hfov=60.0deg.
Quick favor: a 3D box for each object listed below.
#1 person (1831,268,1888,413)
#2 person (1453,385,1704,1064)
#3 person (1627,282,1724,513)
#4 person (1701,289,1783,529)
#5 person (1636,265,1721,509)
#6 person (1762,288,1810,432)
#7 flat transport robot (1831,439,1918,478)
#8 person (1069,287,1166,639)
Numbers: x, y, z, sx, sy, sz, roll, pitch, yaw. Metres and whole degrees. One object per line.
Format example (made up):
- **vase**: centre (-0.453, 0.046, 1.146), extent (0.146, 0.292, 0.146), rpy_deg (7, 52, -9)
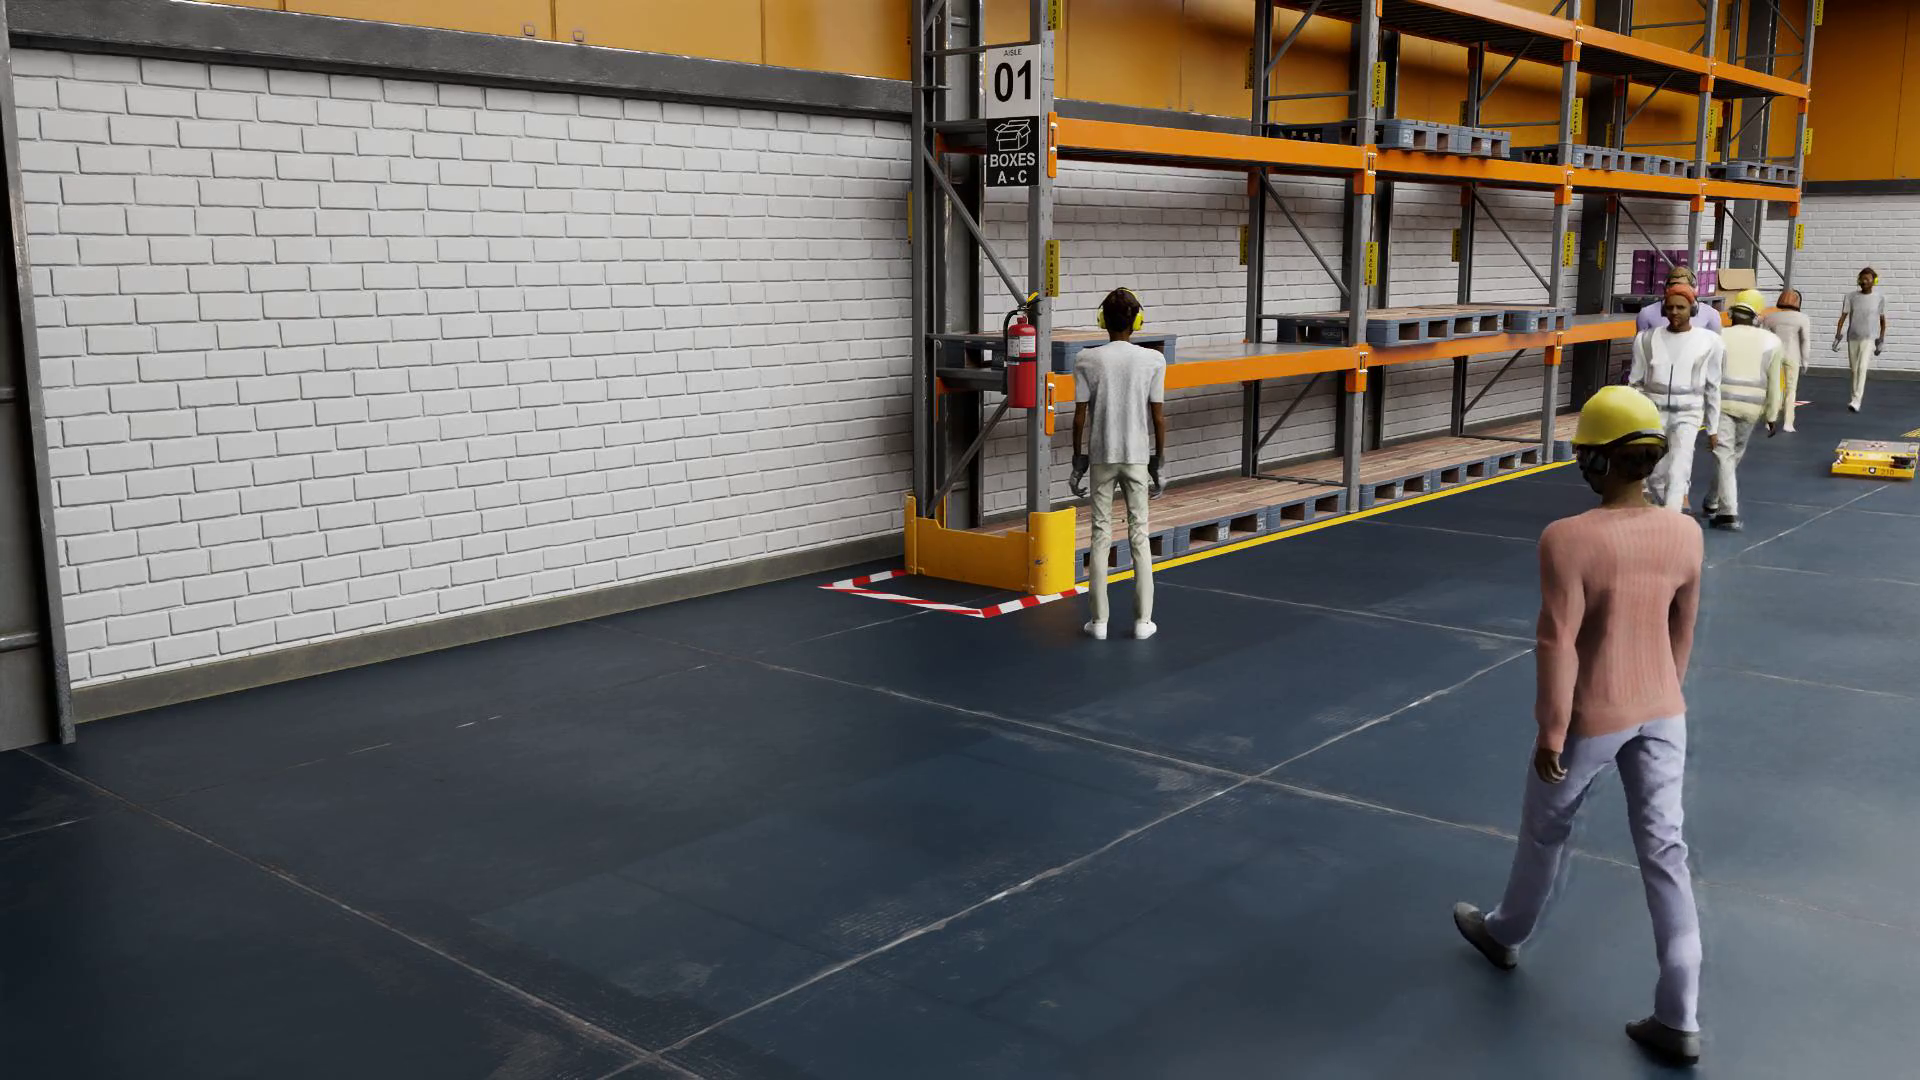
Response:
- **person**: centre (11.389, -2.522, 21.080), extent (0.537, 1.821, 0.993), rpy_deg (9, 13, 40)
- **person**: centre (1.719, 0.447, 4.448), extent (0.549, 1.711, 0.922), rpy_deg (-3, 10, -16)
- **person**: centre (4.838, -0.817, 11.288), extent (0.598, 1.857, 0.859), rpy_deg (7, 12, 33)
- **person**: centre (5.738, -0.983, 12.479), extent (0.699, 1.769, 0.963), rpy_deg (2, 10, 10)
- **person**: centre (5.687, -1.211, 13.266), extent (0.637, 1.938, 0.355), rpy_deg (4, 11, 23)
- **person**: centre (9.365, -2.046, 18.907), extent (0.506, 1.634, 0.291), rpy_deg (8, 13, 37)
- **flat transport robot**: centre (8.562, -0.775, 15.529), extent (0.652, 0.197, 1.431), rpy_deg (6, 12, 31)
- **person**: centre (0.835, -0.398, 8.836), extent (0.512, 1.872, 0.330), rpy_deg (1, 10, 4)
